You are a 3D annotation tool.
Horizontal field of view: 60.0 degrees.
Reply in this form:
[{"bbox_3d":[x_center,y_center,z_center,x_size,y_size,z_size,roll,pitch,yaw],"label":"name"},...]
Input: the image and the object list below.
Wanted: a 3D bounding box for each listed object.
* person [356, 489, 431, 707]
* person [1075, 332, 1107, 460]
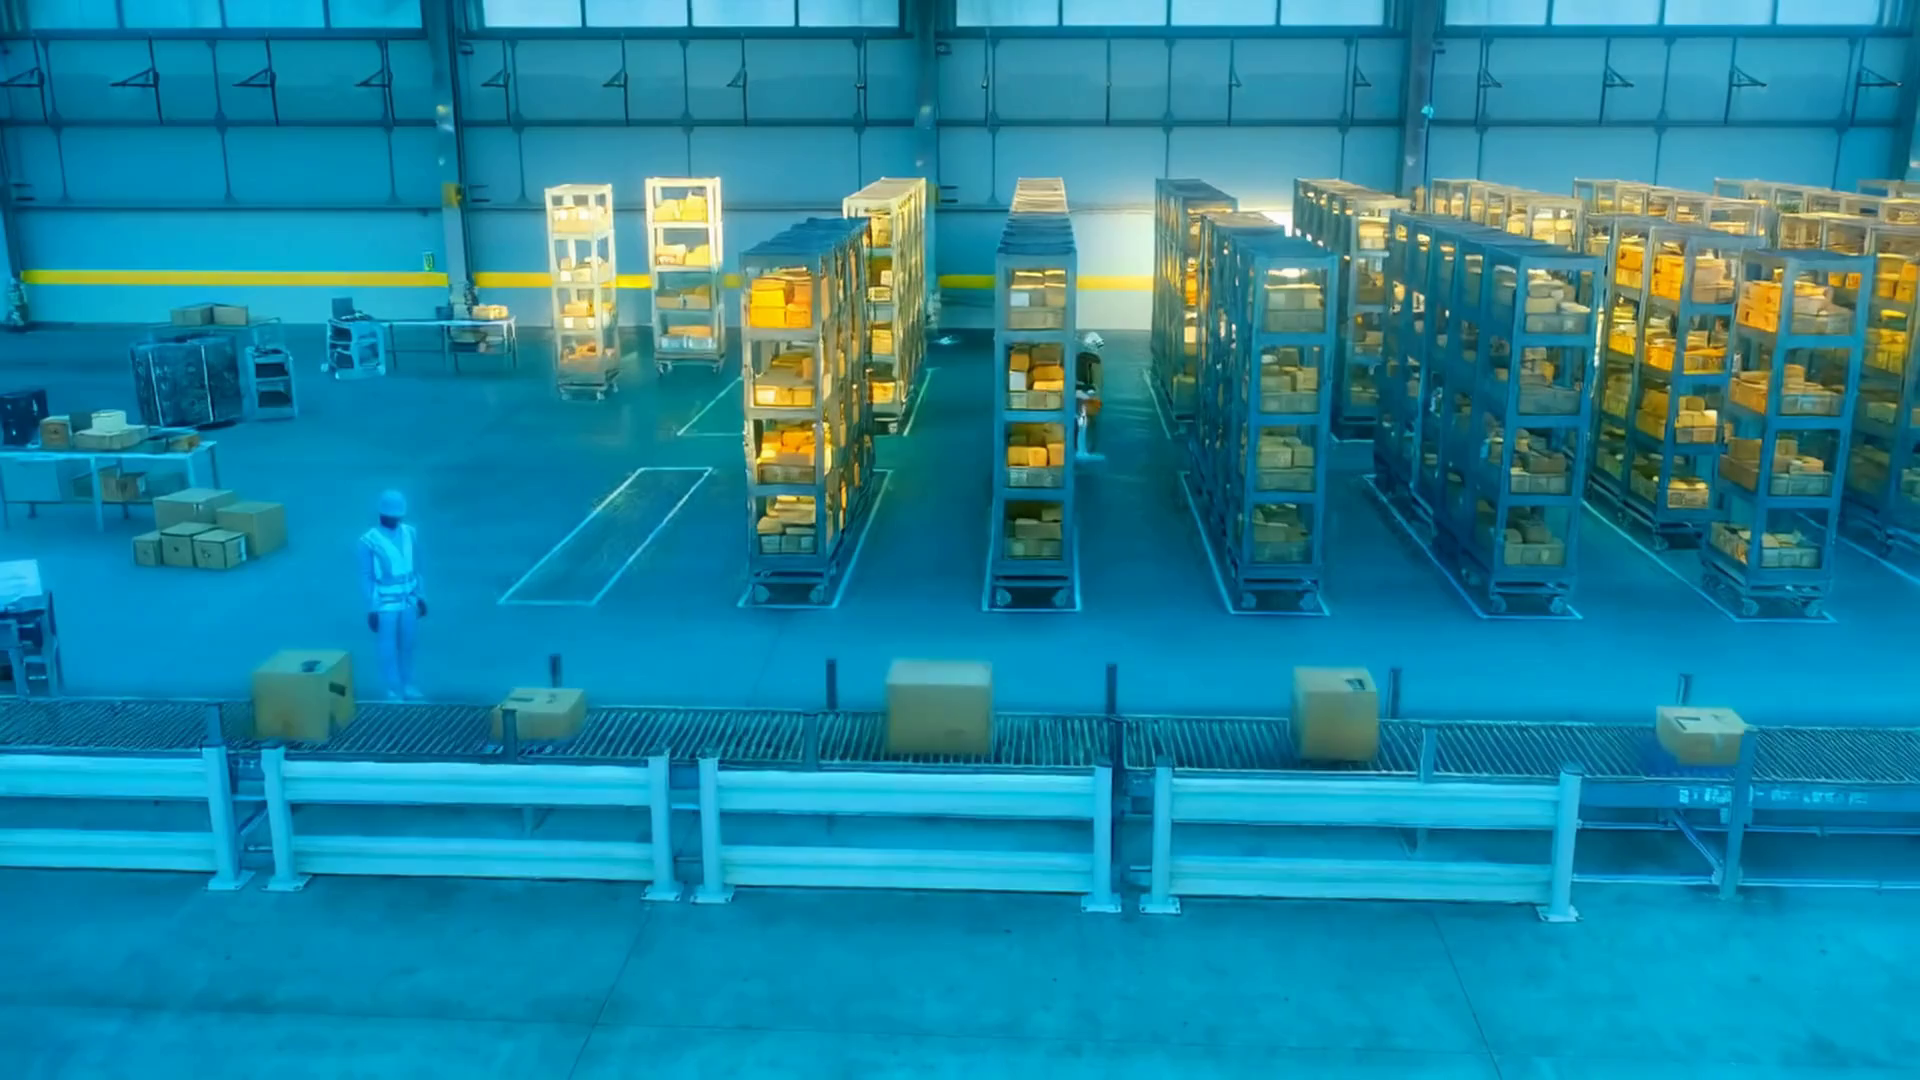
[{"bbox_3d":[-4.726,0.526,13.915,0.399,1.943,0.622,8,17,27],"label":"person"},{"bbox_3d":[1.860,-2.050,23.698,0.403,1.822,0.589,-10,18,-33],"label":"person"}]
